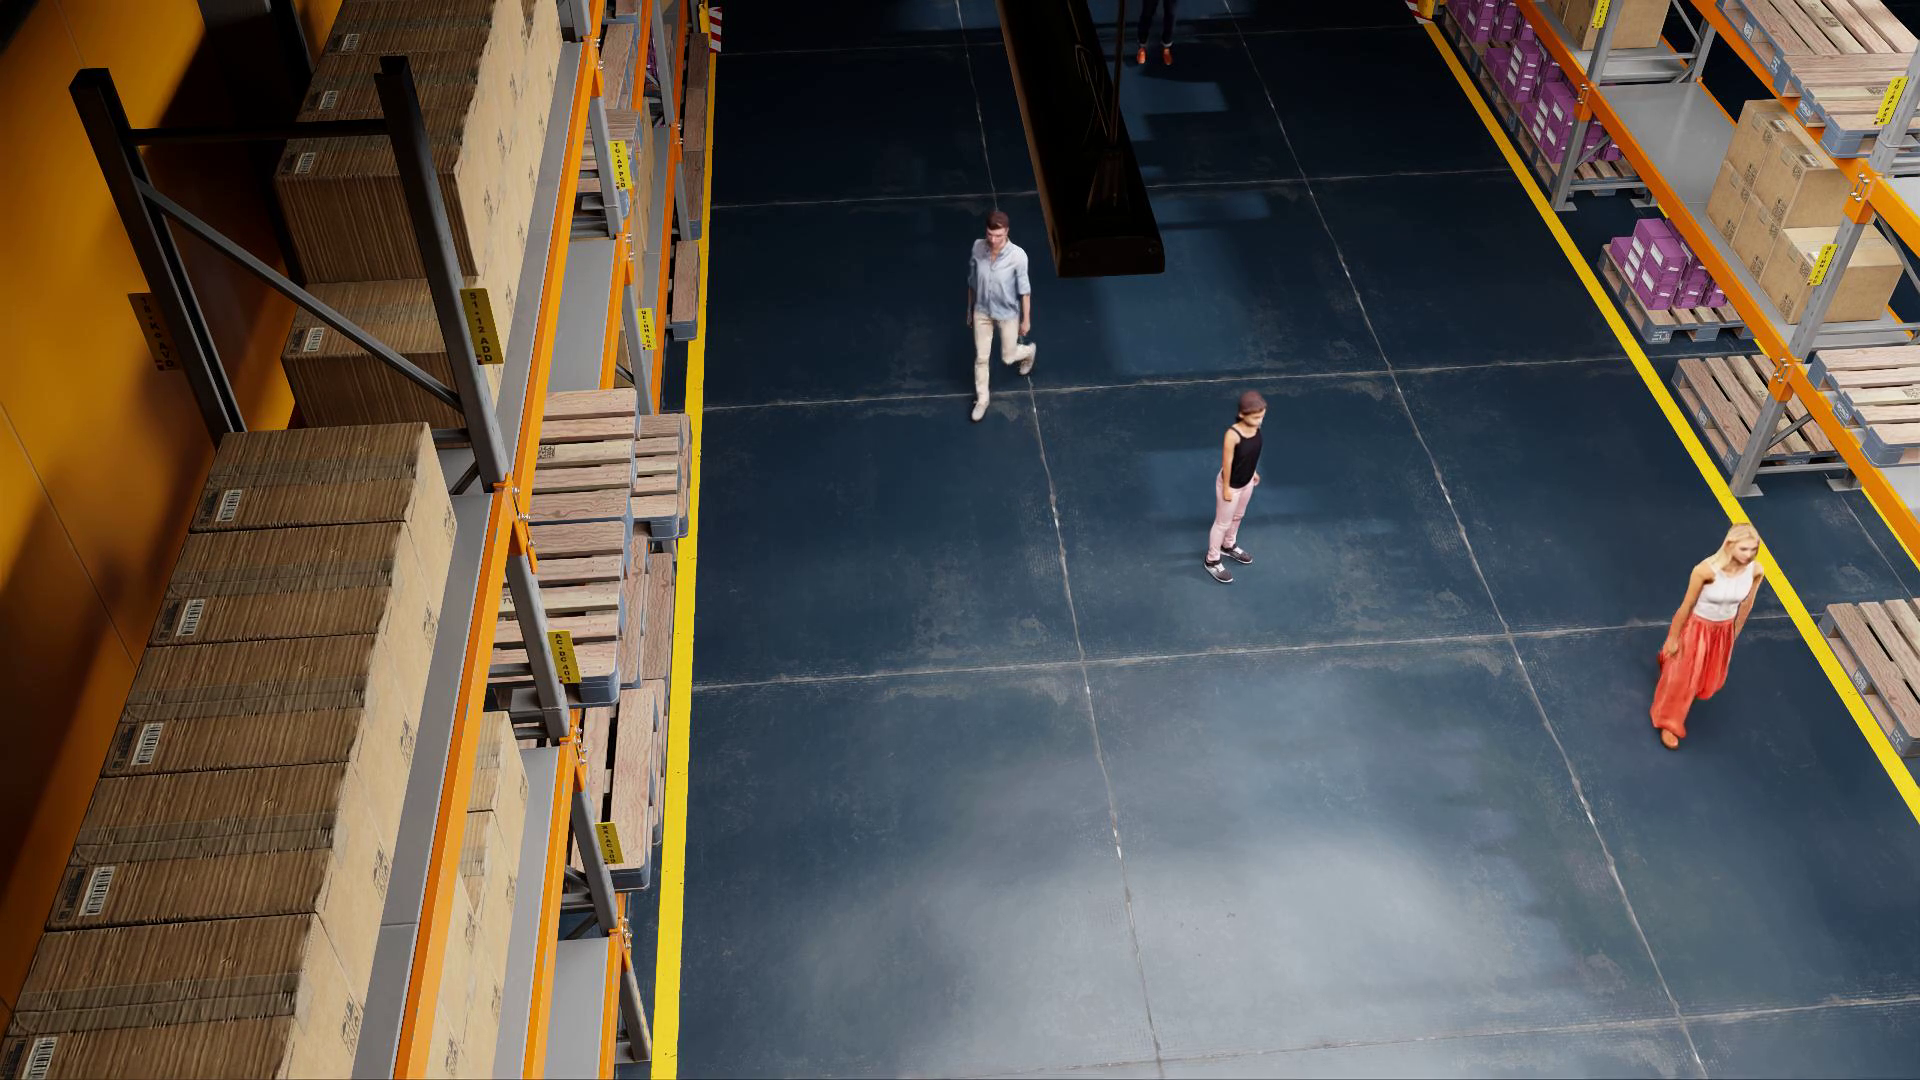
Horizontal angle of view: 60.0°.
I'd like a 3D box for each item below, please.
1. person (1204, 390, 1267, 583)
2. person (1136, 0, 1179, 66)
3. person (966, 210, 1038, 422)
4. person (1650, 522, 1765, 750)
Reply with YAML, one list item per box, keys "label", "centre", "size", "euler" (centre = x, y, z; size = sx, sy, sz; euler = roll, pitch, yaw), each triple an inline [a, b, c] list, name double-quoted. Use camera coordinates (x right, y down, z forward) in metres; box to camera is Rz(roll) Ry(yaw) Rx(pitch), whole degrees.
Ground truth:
- label: "person"
  centre: [1.925, -0.409, 11.607]
  size: [0.676, 1.565, 0.623]
  euler: [33, 53, 30]
- label: "person"
  centre: [2.114, -5.801, 17.084]
  size: [0.728, 1.816, 0.672]
  euler: [2, 44, 2]
- label: "person"
  centre: [0.341, -1.815, 12.895]
  size: [0.981, 1.823, 1.126]
  euler: [21, 48, 21]
- label: "person"
  centre: [4.640, 0.515, 10.474]
  size: [0.643, 1.789, 0.851]
  euler: [-1, 44, -1]
